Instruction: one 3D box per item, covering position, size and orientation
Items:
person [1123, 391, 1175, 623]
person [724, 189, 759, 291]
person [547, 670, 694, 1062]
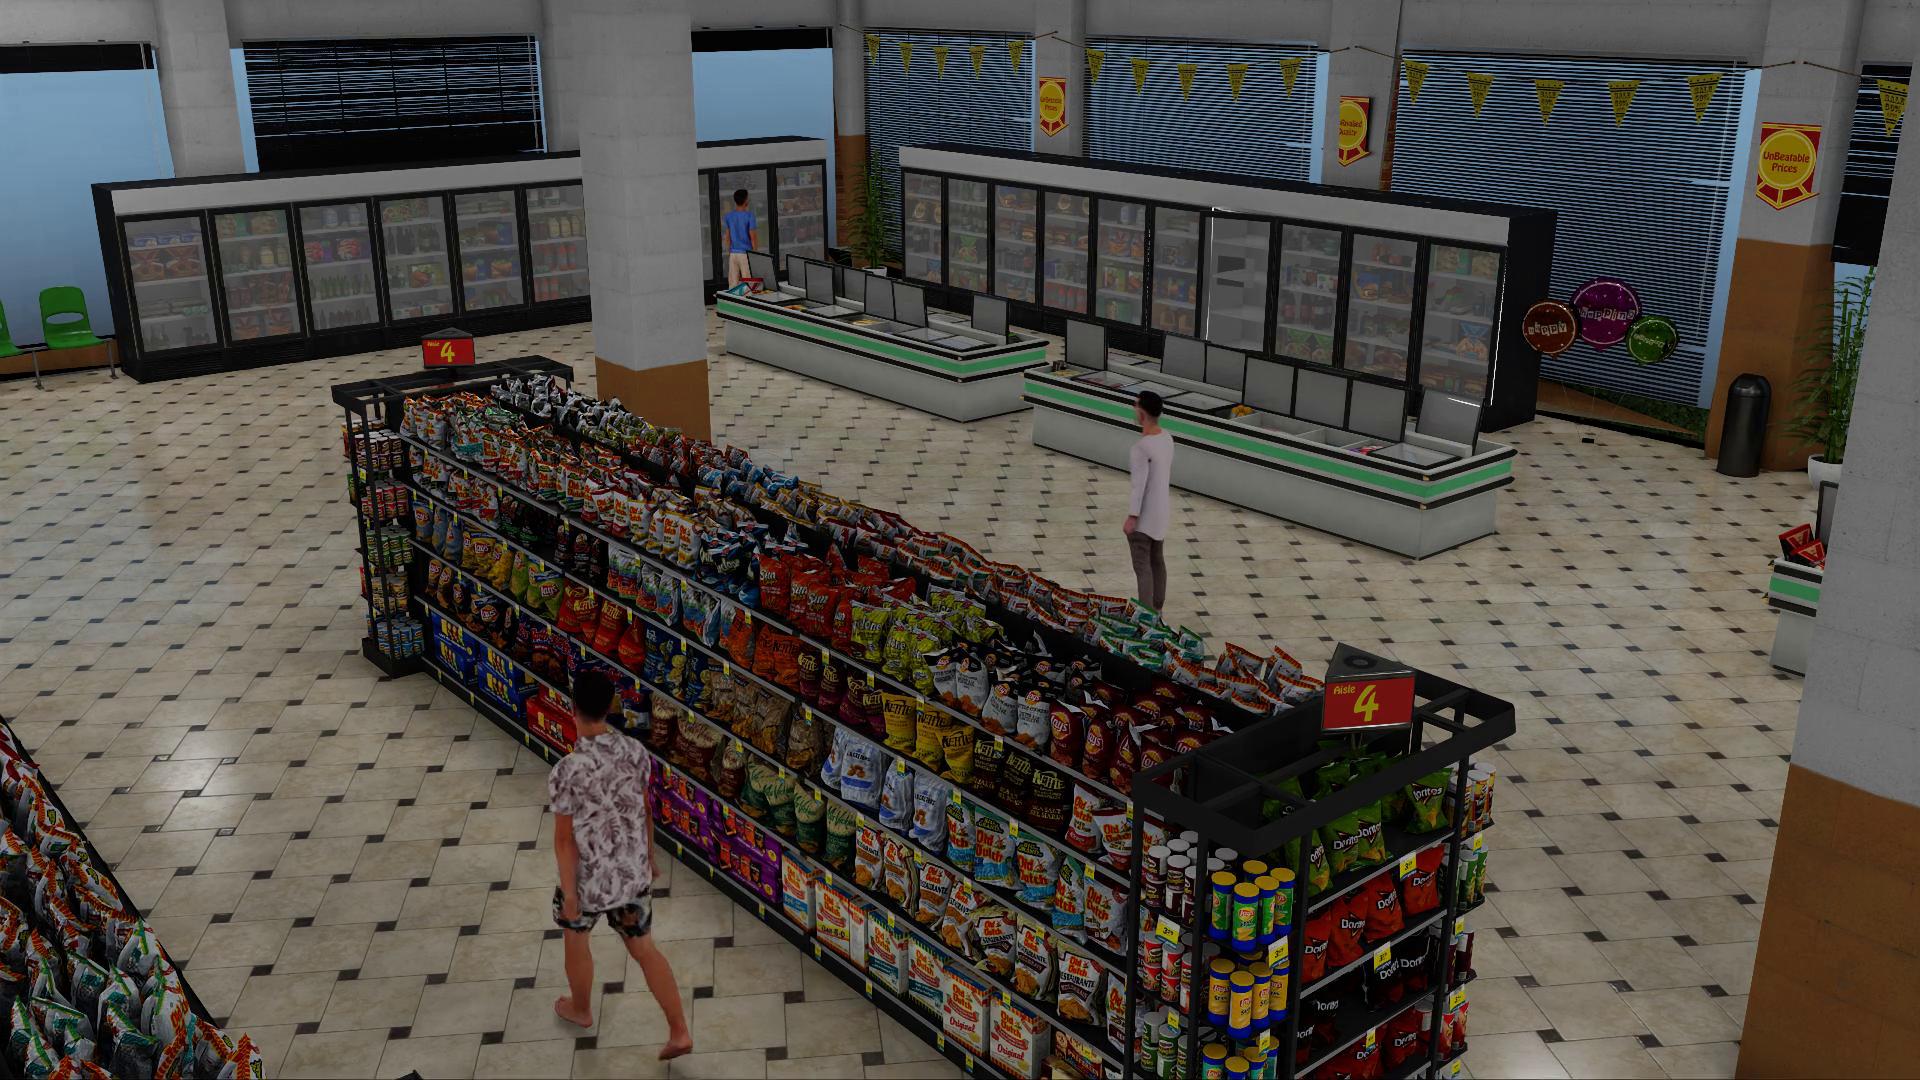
[{"bbox_3d":[1.387,-0.206,12.218,0.670,1.835,0.730,12,22,32],"label":"person"},{"bbox_3d":[-3.064,-3.991,23.400,0.663,1.862,0.792,7,20,20],"label":"person"},{"bbox_3d":[-1.498,1.474,7.303,0.704,1.794,1.133,-16,25,-40],"label":"person"}]
